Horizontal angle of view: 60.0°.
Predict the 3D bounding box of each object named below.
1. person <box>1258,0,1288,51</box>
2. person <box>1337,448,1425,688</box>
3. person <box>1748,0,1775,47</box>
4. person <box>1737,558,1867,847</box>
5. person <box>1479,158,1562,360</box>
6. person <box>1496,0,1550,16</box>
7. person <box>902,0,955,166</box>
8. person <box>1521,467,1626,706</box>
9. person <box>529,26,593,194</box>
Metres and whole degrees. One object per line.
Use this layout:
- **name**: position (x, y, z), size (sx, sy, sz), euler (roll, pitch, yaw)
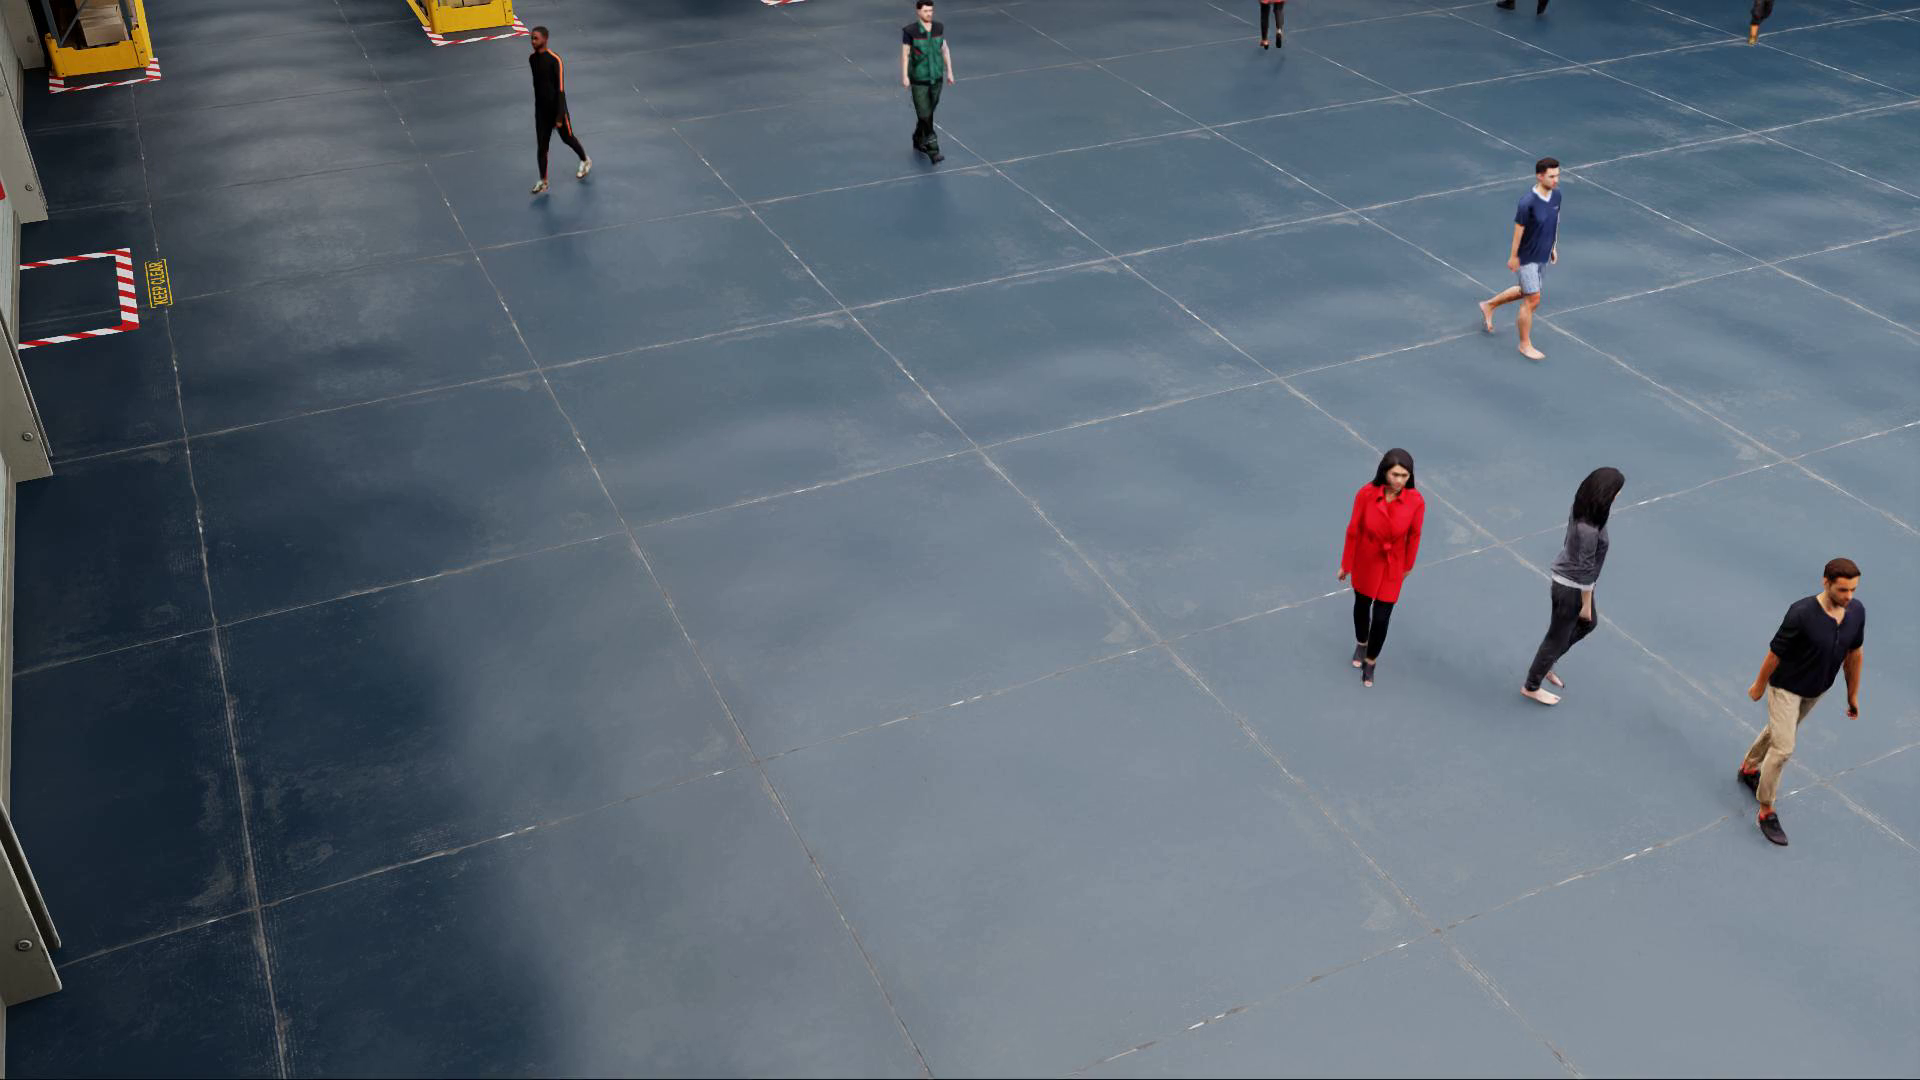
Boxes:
- **person**: position (4.316, -7.521, 22.751), size (0.787, 1.689, 0.945), euler (-3, 33, -5)
- **person**: position (2.760, 0.119, 10.964), size (0.788, 1.732, 0.848), euler (12, 35, 18)
- **person**: position (11.354, -7.787, 23.397), size (0.968, 1.431, 1.049), euler (9, 34, 14)
- **person**: position (4.896, 0.806, 9.821), size (0.758, 1.827, 0.974), euler (-8, 34, -13)
- **person**: position (5.119, -2.603, 15.065), size (0.751, 1.823, 1.127), euler (-21, 39, -29)
- **person**: position (8.397, -8.622, 24.343), size (0.682, 1.801, 1.067), euler (-15, 36, -22)
- **person**: position (-0.429, -5.329, 19.234), size (0.745, 1.850, 1.172), euler (-17, 37, -24)
- **person**: position (3.833, 0.296, 10.681), size (0.819, 1.744, 0.744), euler (6, 34, 10)
- **person**: position (-4.464, -4.804, 18.500), size (1.173, 1.769, 1.181), euler (14, 35, 20)
